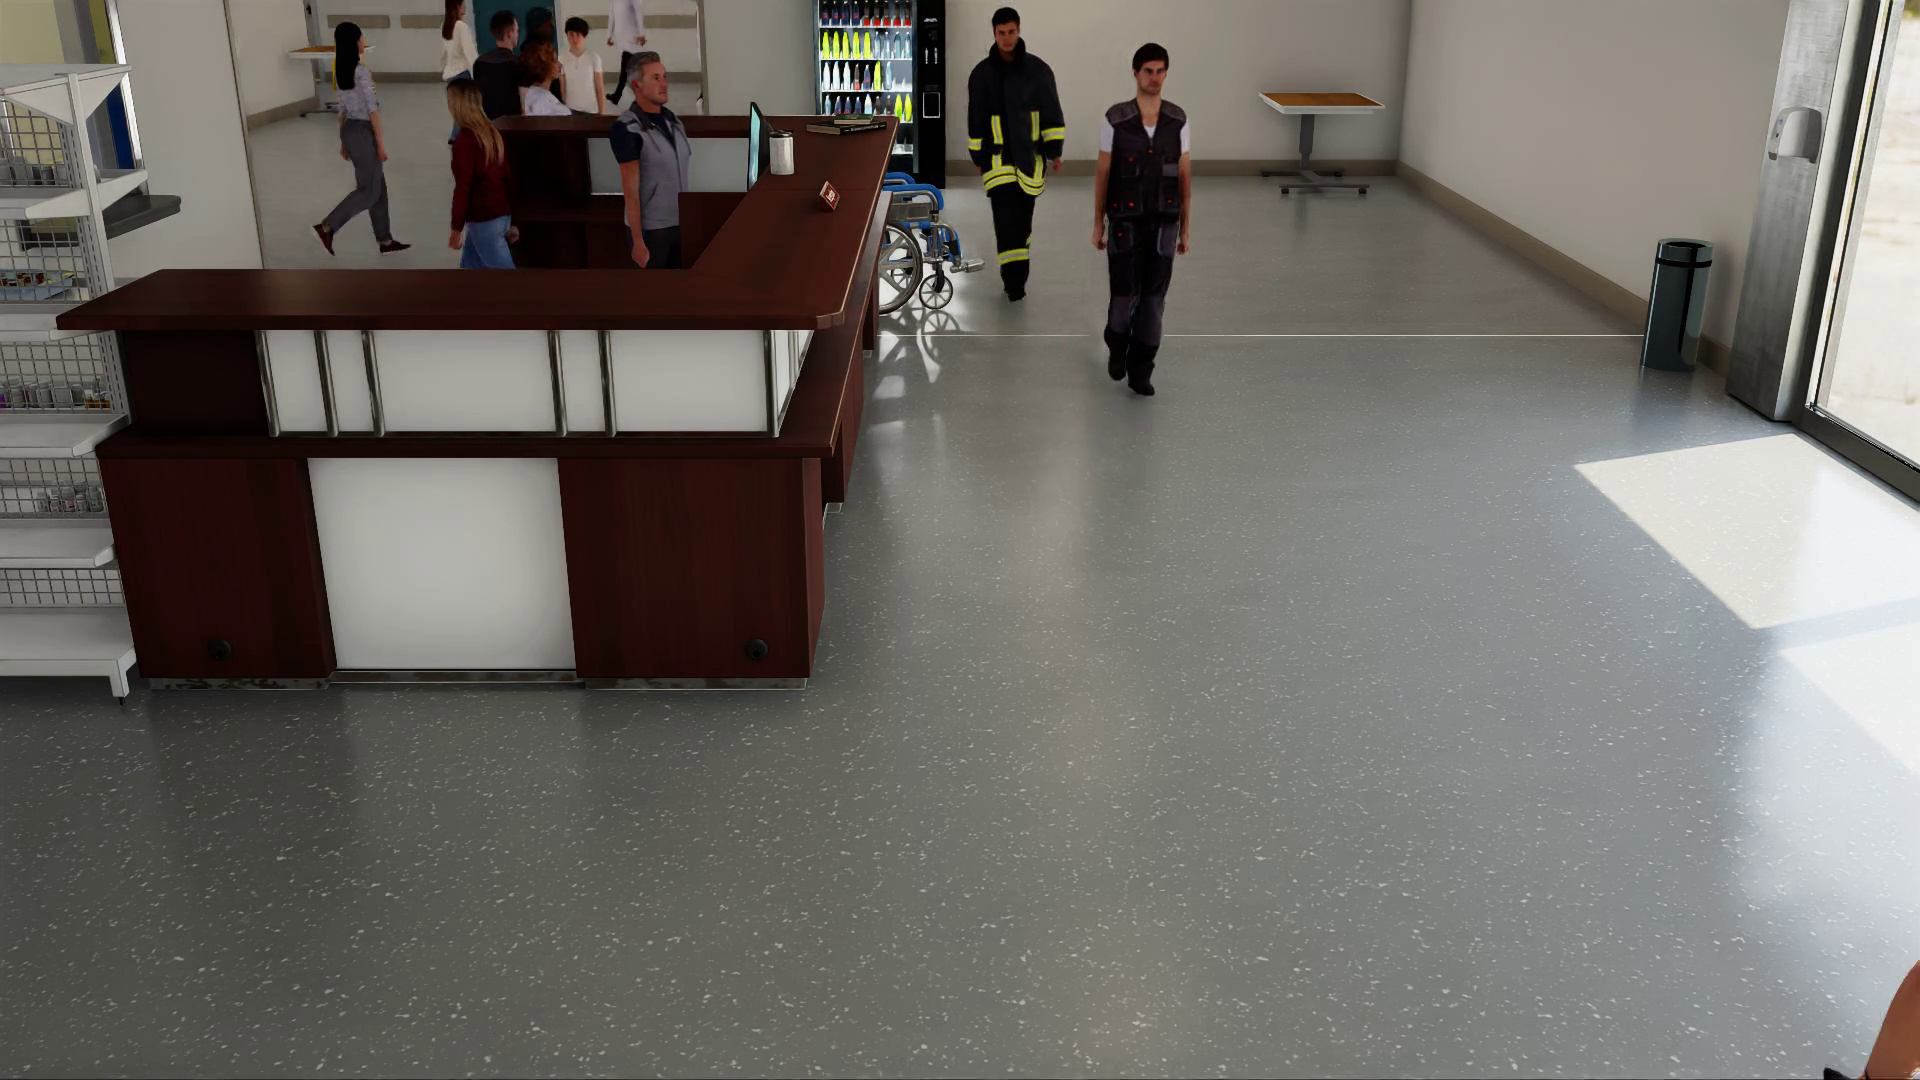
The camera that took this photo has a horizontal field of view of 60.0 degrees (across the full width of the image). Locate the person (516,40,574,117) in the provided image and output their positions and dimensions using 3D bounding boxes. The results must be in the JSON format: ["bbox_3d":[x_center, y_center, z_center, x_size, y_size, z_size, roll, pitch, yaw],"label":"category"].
[{"bbox_3d":[-2.818,-2.434,11.038,0.778,1.701,0.739,-5,21,-12],"label":"person"}]

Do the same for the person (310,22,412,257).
[{"bbox_3d":[-4.496,-2.904,12.267,1.028,1.710,1.075,18,27,40],"label":"person"}]

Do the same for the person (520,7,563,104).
[{"bbox_3d":[-3.260,-3.135,12.745,0.954,1.804,0.809,-5,21,-14],"label":"person"}]

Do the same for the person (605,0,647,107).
[{"bbox_3d":[-4.336,-6.644,22.065,1.148,1.764,1.084,13,24,30],"label":"person"}]

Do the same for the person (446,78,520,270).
[{"bbox_3d":[-2.589,-1.747,9.386,1.017,1.588,0.601,1,21,3],"label":"person"}]

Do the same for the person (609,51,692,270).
[{"bbox_3d":[-1.585,-1.596,8.644,0.722,1.830,0.765,9,22,21],"label":"person"}]

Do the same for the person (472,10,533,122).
[{"bbox_3d":[-3.333,-2.858,11.996,0.832,1.816,0.924,12,24,29],"label":"person"}]

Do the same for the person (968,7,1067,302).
[{"bbox_3d":[0.351,-2.579,11.182,1.246,1.871,0.960,-3,21,-7],"label":"person"}]

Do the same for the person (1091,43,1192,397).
[{"bbox_3d":[0.955,-1.710,8.928,0.686,1.842,0.790,-3,21,-9],"label":"person"}]

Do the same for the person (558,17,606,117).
[{"bbox_3d":[-3.213,-3.638,14.295,0.626,1.646,0.616,0,21,1],"label":"person"}]

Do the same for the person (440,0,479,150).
[{"bbox_3d":[-5.294,-4.807,17.337,0.780,1.678,0.736,-16,26,-35],"label":"person"}]
